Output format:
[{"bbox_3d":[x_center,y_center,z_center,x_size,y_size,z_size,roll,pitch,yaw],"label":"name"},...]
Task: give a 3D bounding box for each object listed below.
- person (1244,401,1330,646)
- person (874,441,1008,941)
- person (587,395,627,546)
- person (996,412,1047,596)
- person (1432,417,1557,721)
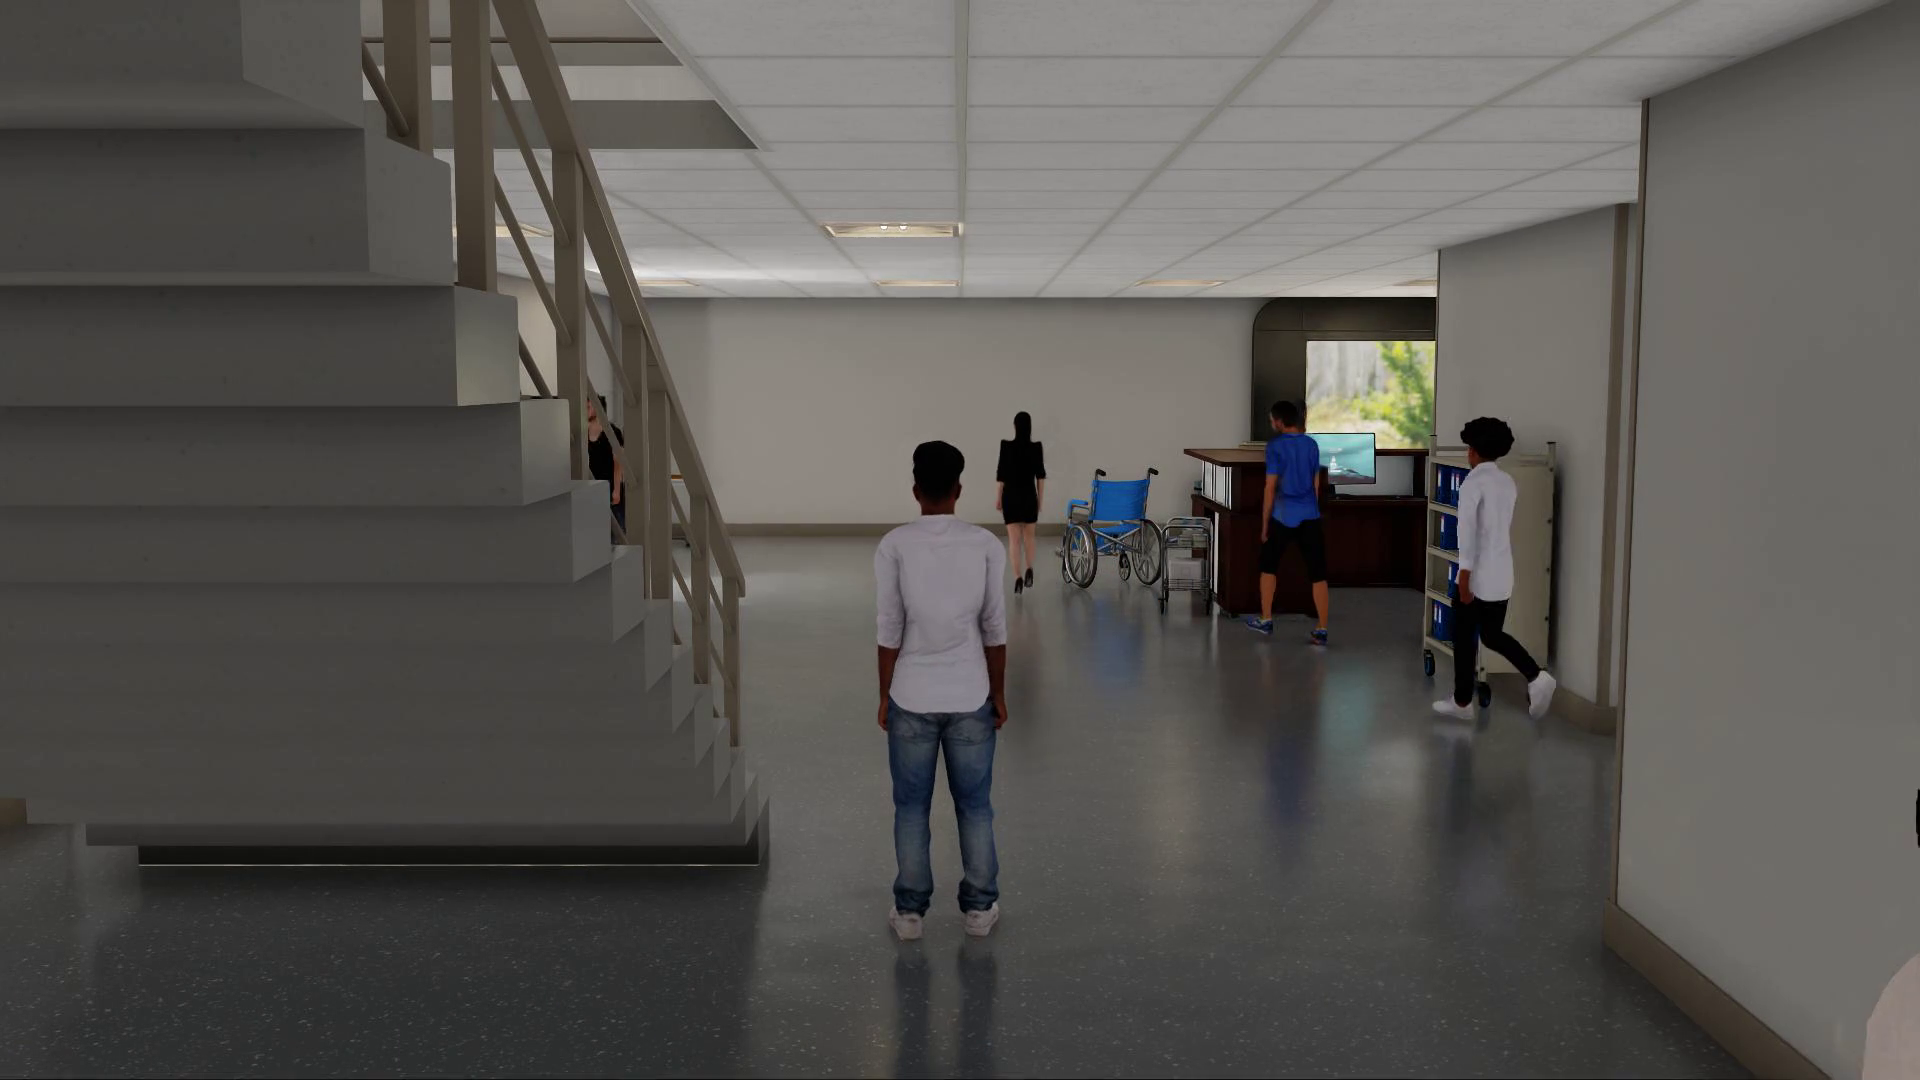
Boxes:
[{"bbox_3d":[2.560,-0.123,12.602,0.738,1.828,0.959,0,6,-1],"label":"person"},{"bbox_3d":[-0.079,0.540,6.101,0.648,1.809,0.566,0,6,-3],"label":"person"},{"bbox_3d":[-3.211,-0.397,15.294,0.847,1.834,1.293,1,6,10],"label":"person"},{"bbox_3d":[0.581,-0.331,15.383,0.653,1.684,0.661,-1,6,-12],"label":"person"},{"bbox_3d":[3.112,0.197,9.624,0.980,1.787,1.120,-4,7,-36],"label":"person"}]
